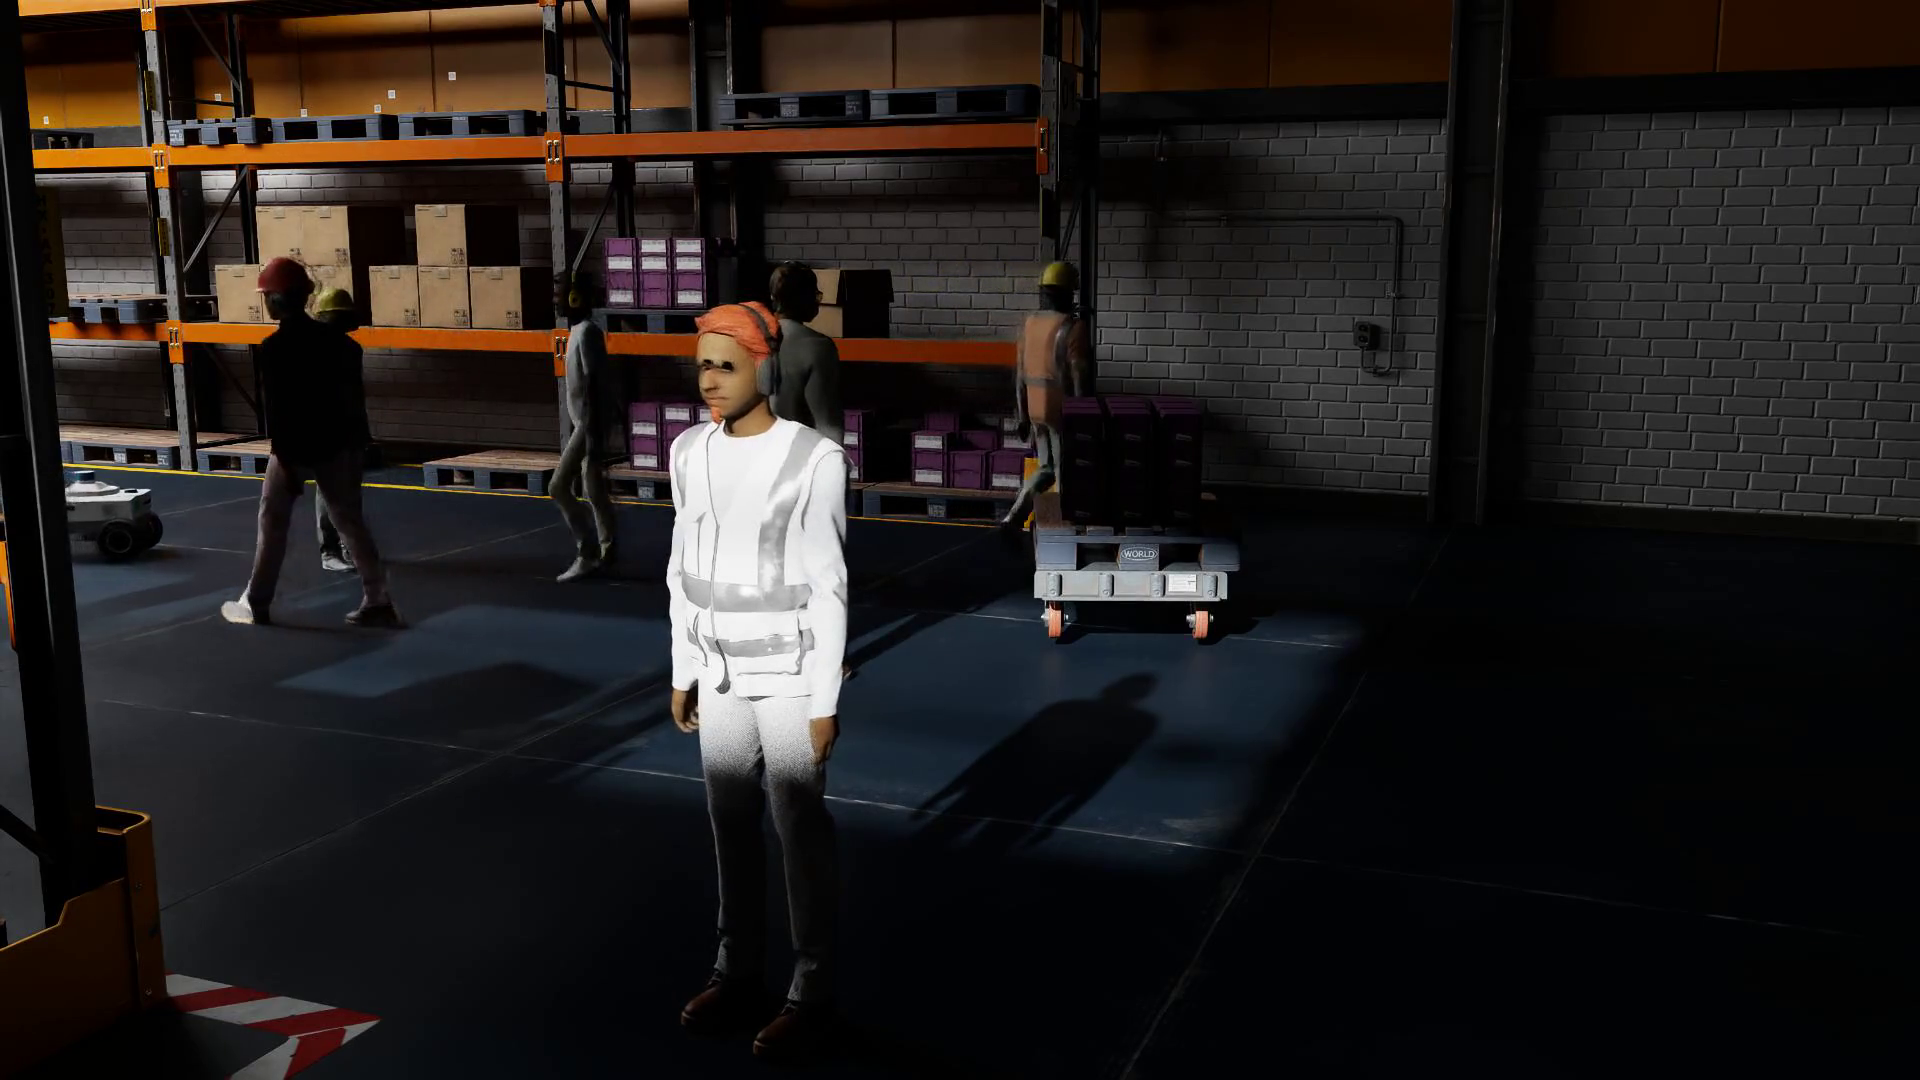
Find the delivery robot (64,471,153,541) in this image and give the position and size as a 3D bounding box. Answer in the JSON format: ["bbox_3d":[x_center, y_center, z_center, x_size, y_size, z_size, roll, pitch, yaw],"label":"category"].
[{"bbox_3d":[-5.584,-0.201,10.658,0.707,0.478,0.477,-2,10,-11],"label":"delivery robot"}]

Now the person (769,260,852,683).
[{"bbox_3d":[-0.772,-0.293,7.574,0.632,1.938,0.359,8,13,38],"label":"person"}]

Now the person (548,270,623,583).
[{"bbox_3d":[-2.271,-0.661,9.845,0.542,1.852,0.566,-2,10,-11],"label":"person"}]

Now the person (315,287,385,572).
[{"bbox_3d":[-3.823,-0.687,10.310,0.289,1.746,0.487,3,11,14],"label":"person"}]

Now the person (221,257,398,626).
[{"bbox_3d":[-3.432,-0.492,8.695,0.988,1.951,0.620,4,11,23],"label":"person"}]

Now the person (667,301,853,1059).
[{"bbox_3d":[-0.509,0.347,4.185,0.576,1.880,0.351,7,13,36],"label":"person"}]

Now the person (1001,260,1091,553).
[{"bbox_3d":[0.568,-0.798,10.487,0.526,1.911,0.587,-9,14,-41],"label":"person"}]
